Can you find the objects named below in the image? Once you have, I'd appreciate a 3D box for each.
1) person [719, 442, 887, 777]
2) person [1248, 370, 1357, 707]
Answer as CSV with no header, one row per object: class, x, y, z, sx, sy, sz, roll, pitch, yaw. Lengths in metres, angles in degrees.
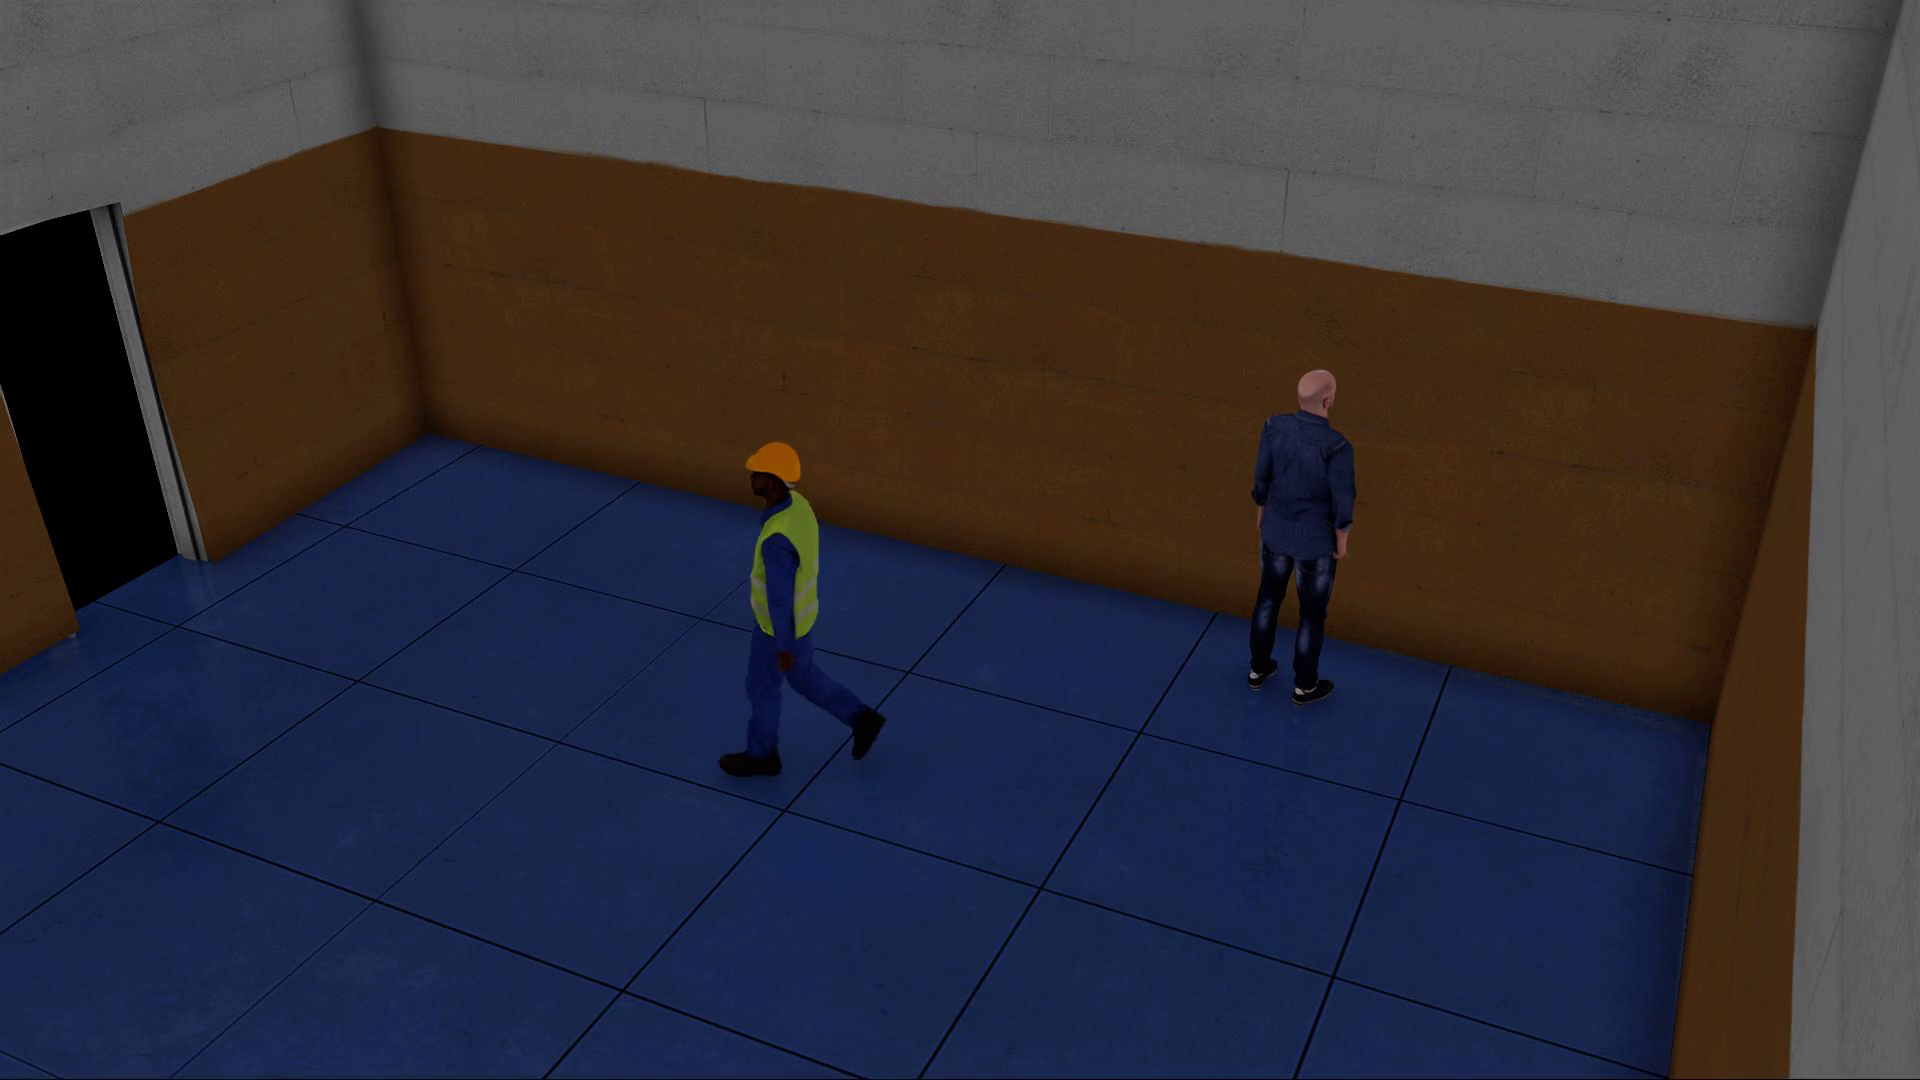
person,-0.751,0.364,7.841,1.139,1.794,0.865,3,29,6
person,1.738,-0.015,8.504,0.625,1.824,0.839,22,36,35
